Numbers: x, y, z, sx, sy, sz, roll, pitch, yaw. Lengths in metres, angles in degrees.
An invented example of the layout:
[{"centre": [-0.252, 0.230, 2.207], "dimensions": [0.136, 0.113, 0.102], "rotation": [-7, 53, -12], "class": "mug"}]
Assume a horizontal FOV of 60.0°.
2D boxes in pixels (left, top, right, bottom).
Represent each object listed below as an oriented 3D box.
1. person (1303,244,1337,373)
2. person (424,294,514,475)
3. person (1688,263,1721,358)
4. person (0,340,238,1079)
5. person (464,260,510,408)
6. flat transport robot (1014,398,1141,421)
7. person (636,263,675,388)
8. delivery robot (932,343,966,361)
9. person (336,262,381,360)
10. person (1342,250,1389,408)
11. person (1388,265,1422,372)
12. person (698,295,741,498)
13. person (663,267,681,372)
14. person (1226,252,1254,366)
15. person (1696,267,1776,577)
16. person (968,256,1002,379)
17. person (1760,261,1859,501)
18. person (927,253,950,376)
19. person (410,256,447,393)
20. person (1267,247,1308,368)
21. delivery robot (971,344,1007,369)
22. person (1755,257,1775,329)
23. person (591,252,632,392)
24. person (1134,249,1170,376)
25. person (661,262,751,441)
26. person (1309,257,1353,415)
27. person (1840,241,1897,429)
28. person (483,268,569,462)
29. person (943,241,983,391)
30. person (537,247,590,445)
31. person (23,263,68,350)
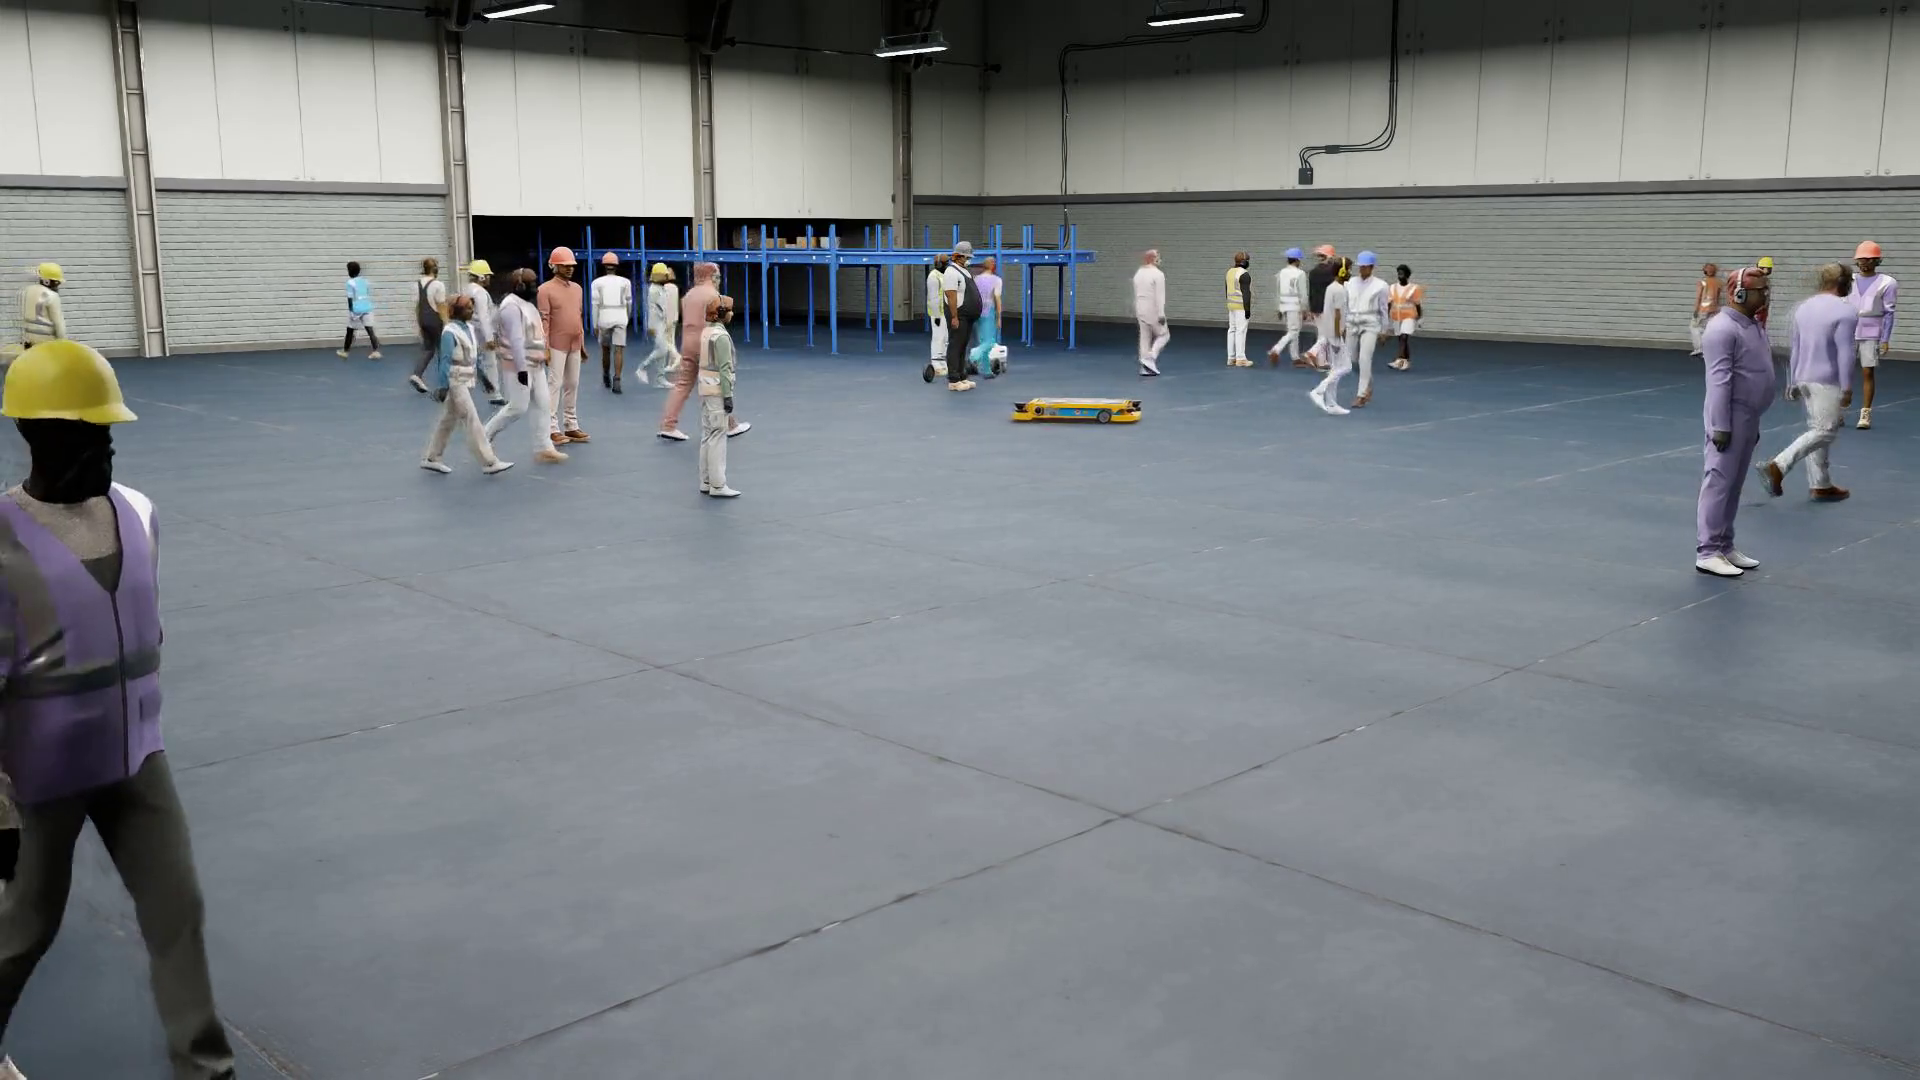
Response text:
[{"centre": [5.568, -3.565, 25.658], "dimensions": [0.570, 1.972, 0.629], "rotation": [-5, 11, -25], "class": "person"}, {"centre": [-4.407, -1.368, 14.705], "dimensions": [0.875, 1.593, 0.517], "rotation": [0, 10, 2], "class": "person"}, {"centre": [12.875, -3.955, 28.737], "dimensions": [0.543, 1.621, 0.507], "rotation": [-3, 11, -16], "class": "person"}, {"centre": [-2.066, 0.480, 3.845], "dimensions": [0.942, 1.890, 0.595], "rotation": [4, 11, 20], "class": "person"}, {"centre": [-5.899, -2.522, 20.401], "dimensions": [0.672, 1.816, 0.615], "rotation": [-6, 12, -30], "class": "person"}, {"centre": [1.367, -1.513, 19.222], "dimensions": [1.431, 0.197, 0.652], "rotation": [2, 10, 8], "class": "flat transport robot"}, {"centre": [-4.223, -2.989, 23.164], "dimensions": [0.440, 1.733, 0.487], "rotation": [1, 10, 5], "class": "person"}, {"centre": [-0.164, -2.751, 24.233], "dimensions": [0.335, 0.223, 0.698], "rotation": [5, 12, 27], "class": "delivery robot"}, {"centre": [-10.263, -3.902, 28.352], "dimensions": [0.863, 1.649, 0.543], "rotation": [6, 12, 28], "class": "person"}, {"centre": [5.051, -2.643, 20.746], "dimensions": [0.615, 1.931, 0.723], "rotation": [8, 13, 37], "class": "person"}, {"centre": [6.855, -3.434, 25.804], "dimensions": [0.867, 1.638, 0.535], "rotation": [-10, 14, -44], "class": "person"}, {"centre": [-1.973, -1.172, 13.550], "dimensions": [0.318, 1.631, 0.514], "rotation": [-5, 11, -24], "class": "person"}, {"centre": [-4.507, -3.413, 25.790], "dimensions": [0.395, 1.617, 0.518], "rotation": [4, 11, 20], "class": "person"}, {"centre": [4.573, -3.765, 27.103], "dimensions": [0.429, 1.840, 0.635], "rotation": [-3, 11, -18], "class": "person"}, {"centre": [4.888, -0.745, 10.460], "dimensions": [0.409, 1.908, 0.642], "rotation": [9, 14, 40], "class": "person"}, {"centre": [0.317, -3.268, 24.498], "dimensions": [0.587, 1.809, 0.697], "rotation": [8, 13, 37], "class": "person"}, {"centre": [6.769, -1.251, 13.202], "dimensions": [0.783, 1.912, 0.638], "rotation": [-1, 10, -8], "class": "person"}, {"centre": [-0.280, -3.419, 25.241], "dimensions": [0.429, 1.839, 0.634], "rotation": [3, 11, 16], "class": "person"}, {"centre": [-7.081, -2.865, 22.231], "dimensions": [0.519, 1.833, 0.663], "rotation": [6, 12, 28], "class": "person"}, {"centre": [5.266, -3.711, 26.580], "dimensions": [0.816, 1.925, 0.626], "rotation": [-5, 11, -25], "class": "person"}, {"centre": [0.446, -2.870, 25.594], "dimensions": [0.477, 0.478, 0.707], "rotation": [5, 12, 25], "class": "delivery robot"}, {"centre": [12.952, -3.685, 26.903], "dimensions": [0.517, 1.757, 0.336], "rotation": [-10, 14, -43], "class": "person"}, {"centre": [-4.743, -2.968, 22.680], "dimensions": [0.536, 1.876, 1.045], "rotation": [-2, 11, -10], "class": "person"}, {"centre": [2.895, -3.412, 25.016], "dimensions": [0.431, 1.894, 0.670], "rotation": [-6, 12, -30], "class": "person"}, {"centre": [-2.691, -1.957, 17.315], "dimensions": [0.680, 1.835, 1.025], "rotation": [10, 15, 44], "class": "person"}, {"centre": [4.432, -2.396, 19.612], "dimensions": [0.437, 1.848, 0.540], "rotation": [1, 10, 4], "class": "person"}, {"centre": [9.910, -2.252, 18.297], "dimensions": [0.605, 2.045, 0.380], "rotation": [10, 14, 43], "class": "person"}, {"centre": [-4.124, -1.619, 15.477], "dimensions": [0.777, 1.815, 0.623], "rotation": [1, 10, 6], "class": "person"}, {"centre": [0.048, -3.084, 22.959], "dimensions": [0.536, 2.000, 0.677], "rotation": [3, 11, 15], "class": "person"}, {"centre": [-4.031, -1.983, 16.965], "dimensions": [0.396, 1.992, 0.622], "rotation": [6, 12, 29], "class": "person"}, {"centre": [-10.762, -2.377, 19.716], "dimensions": [0.640, 1.776, 0.821], "rotation": [8, 13, 36], "class": "person"}]
